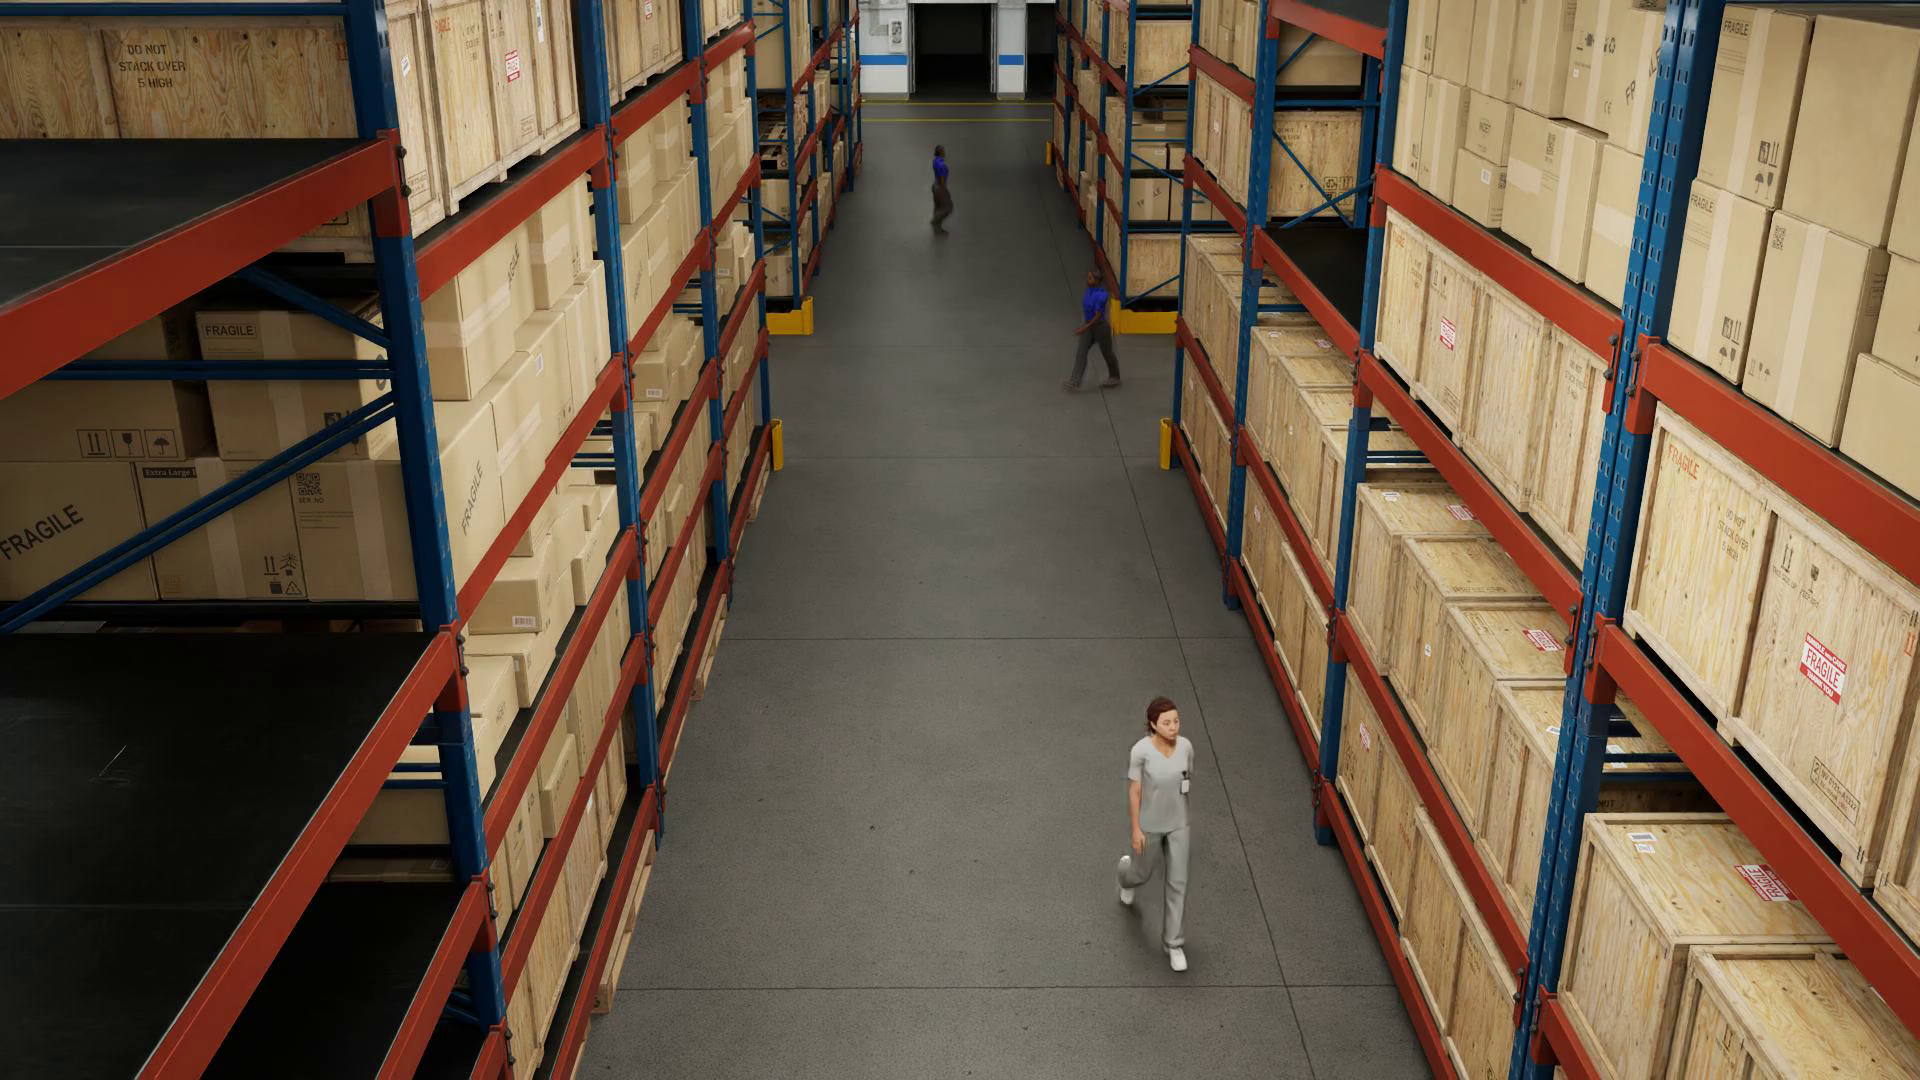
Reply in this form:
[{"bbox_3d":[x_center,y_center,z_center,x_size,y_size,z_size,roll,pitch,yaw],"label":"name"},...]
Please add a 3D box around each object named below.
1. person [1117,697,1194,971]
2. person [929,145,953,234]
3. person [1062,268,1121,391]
[{"bbox_3d":[1.232,1.734,10.258,0.435,1.654,0.865,-4,22,-9],"label":"person"},{"bbox_3d":[-0.367,-6.595,31.337,0.436,1.662,0.467,-4,22,-10],"label":"person"},{"bbox_3d":[1.736,-2.739,21.624,1.002,1.600,0.428,-18,28,-38],"label":"person"}]
